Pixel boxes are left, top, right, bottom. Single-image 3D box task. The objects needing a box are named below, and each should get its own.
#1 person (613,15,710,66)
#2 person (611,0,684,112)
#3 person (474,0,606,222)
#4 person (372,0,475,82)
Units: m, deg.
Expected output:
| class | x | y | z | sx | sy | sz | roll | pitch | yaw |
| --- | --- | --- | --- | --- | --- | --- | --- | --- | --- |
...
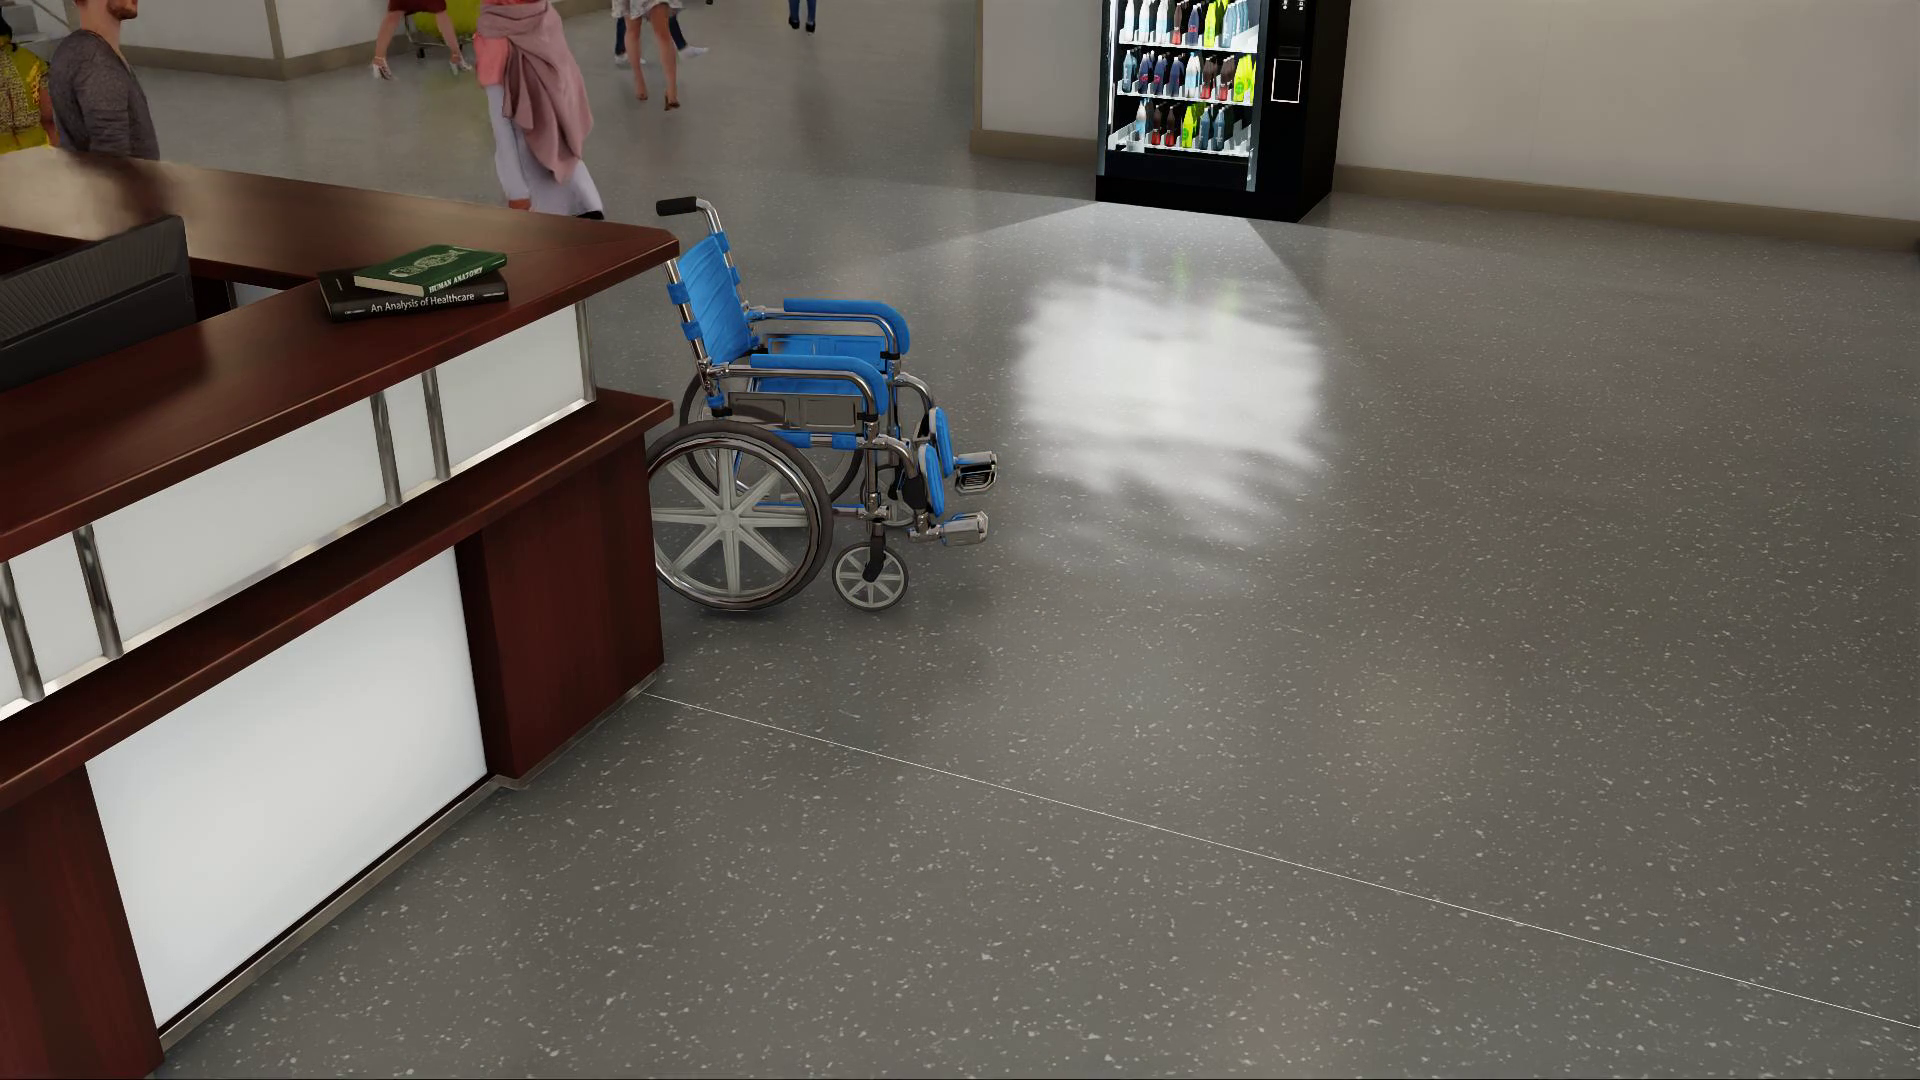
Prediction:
| class | x | y | z | sx | sy | sz | roll | pitch | yaw |
| --- | --- | --- | --- | --- | --- | --- | --- | --- | --- |
| person | -2.679 | -4.700 | 13.471 | 1.124 | 1.701 | 0.953 | -2 | 26 | -5 |
| person | -2.315 | -3.946 | 11.885 | 1.136 | 1.719 | 1.233 | -10 | 28 | -21 |
| person | -1.750 | -1.475 | 6.676 | 0.626 | 1.792 | 0.628 | 12 | 28 | 23 |
| person | -4.304 | -4.352 | 12.746 | 0.951 | 1.703 | 1.118 | -22 | 33 | -38 |
